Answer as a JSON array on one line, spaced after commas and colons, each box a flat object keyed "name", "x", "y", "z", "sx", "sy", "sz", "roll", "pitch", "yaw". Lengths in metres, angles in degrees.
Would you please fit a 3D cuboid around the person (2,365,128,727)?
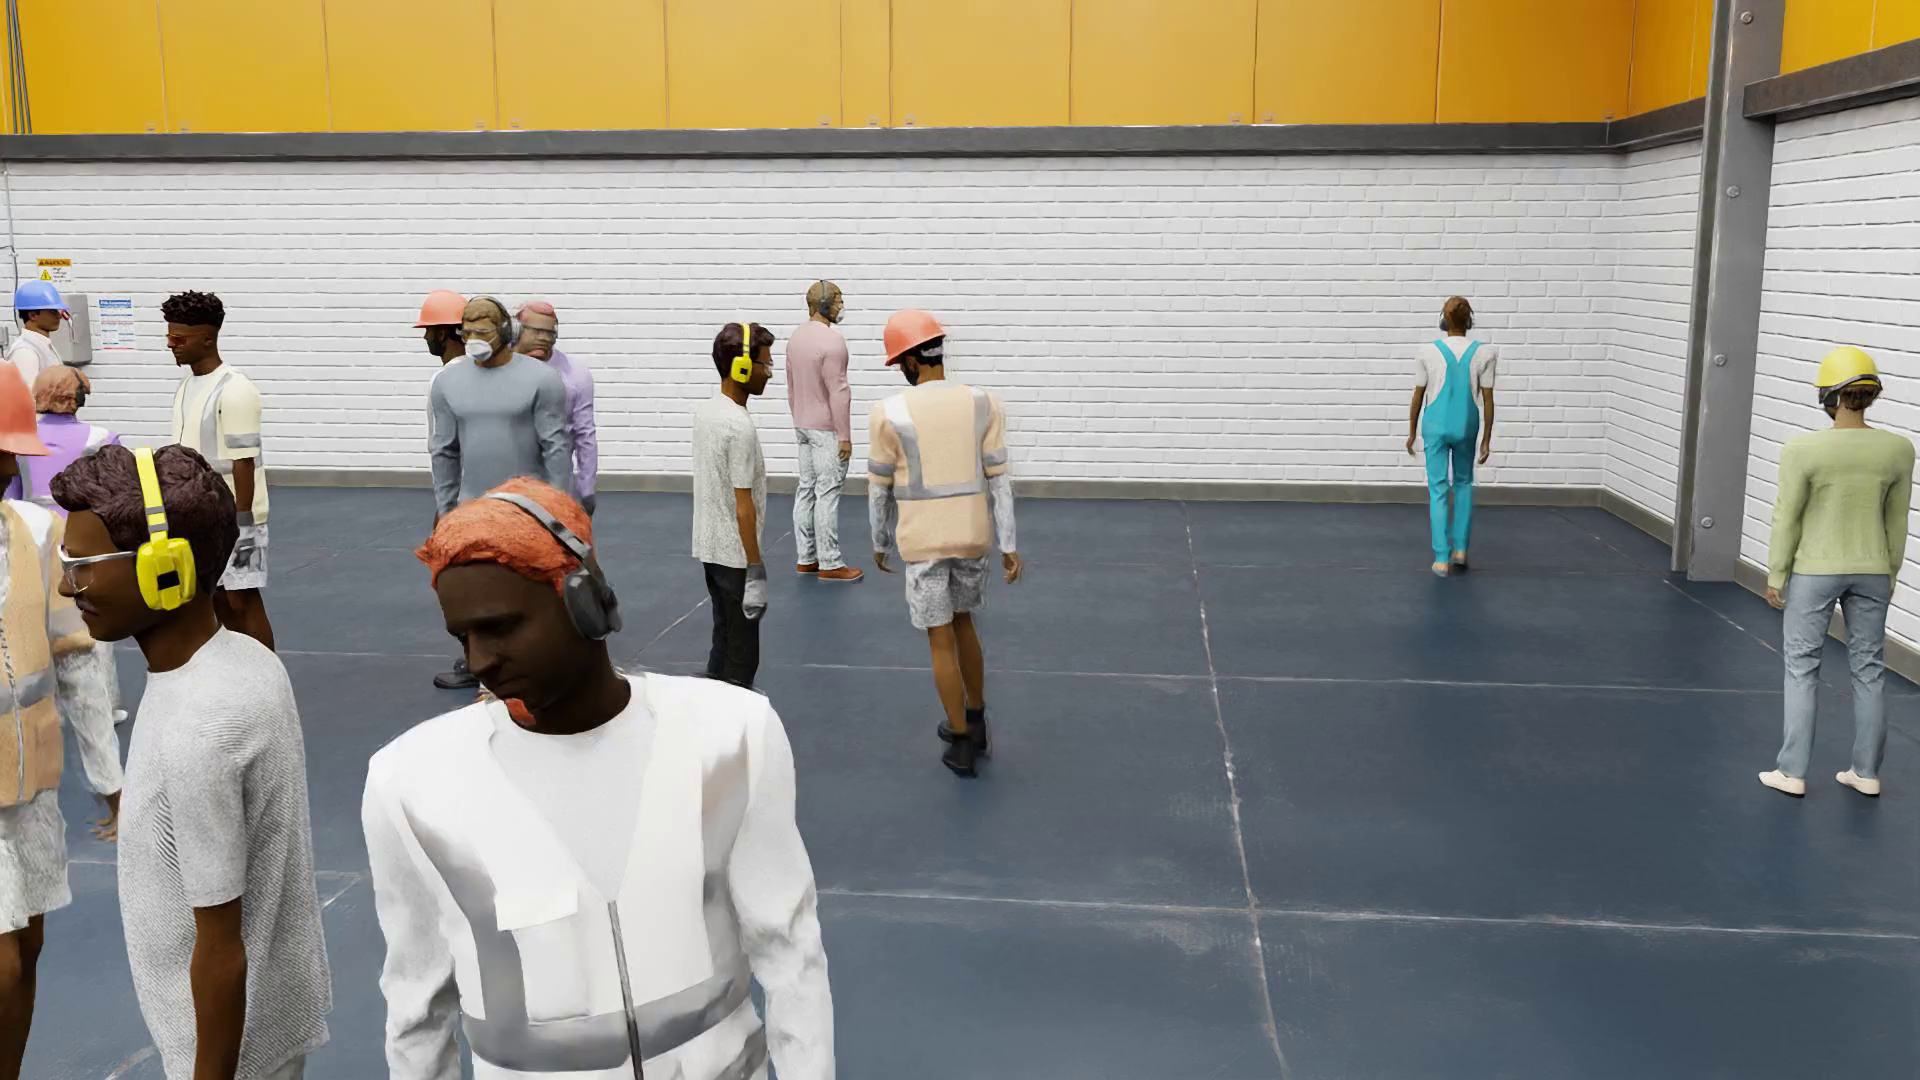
[{"name": "person", "x": -3.920, "y": 0.046, "z": 7.326, "sx": 0.524, "sy": 1.631, "sz": 0.313, "roll": -2, "pitch": 10, "yaw": -12}]

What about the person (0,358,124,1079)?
[{"name": "person", "x": -2.129, "y": 0.551, "z": 3.655, "sx": 0.475, "sy": 1.906, "sz": 0.539, "roll": 4, "pitch": 11, "yaw": 22}]

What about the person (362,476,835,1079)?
[{"name": "person", "x": -0.475, "y": 0.819, "z": 2.282, "sx": 0.581, "sy": 1.848, "sz": 0.888, "roll": -5, "pitch": 11, "yaw": -25}]

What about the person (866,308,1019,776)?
[{"name": "person", "x": -0.106, "y": 0.003, "z": 6.839, "sx": 0.588, "sy": 1.888, "sz": 0.653, "roll": -4, "pitch": 11, "yaw": -22}]

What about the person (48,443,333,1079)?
[{"name": "person", "x": -1.115, "y": 0.777, "z": 2.497, "sx": 0.325, "sy": 1.860, "sz": 0.513, "roll": -3, "pitch": 10, "yaw": -17}]

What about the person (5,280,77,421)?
[{"name": "person", "x": -5.488, "y": -0.578, "z": 9.982, "sx": 0.402, "sy": 1.949, "sz": 0.605, "roll": -3, "pitch": 10, "yaw": -19}]

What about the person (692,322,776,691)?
[{"name": "person", "x": -0.857, "y": 0.089, "z": 6.449, "sx": 0.343, "sy": 1.857, "sz": 0.527, "roll": -5, "pitch": 11, "yaw": -26}]

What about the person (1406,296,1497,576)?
[{"name": "person", "x": 3.225, "y": -0.689, "z": 10.970, "sx": 0.516, "sy": 1.822, "sz": 0.567, "roll": 1, "pitch": 10, "yaw": 8}]

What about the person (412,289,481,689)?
[{"name": "person", "x": -2.440, "y": -0.242, "z": 8.092, "sx": 0.376, "sy": 1.935, "sz": 0.550, "roll": 1, "pitch": 10, "yaw": 5}]

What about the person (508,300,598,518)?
[{"name": "person", "x": -2.202, "y": -0.297, "z": 8.583, "sx": 0.661, "sy": 1.877, "sz": 0.421, "roll": -3, "pitch": 10, "yaw": -17}]

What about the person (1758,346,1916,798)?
[{"name": "person", "x": 3.408, "y": 0.131, "z": 6.487, "sx": 0.524, "sy": 1.759, "sz": 0.344, "roll": 0, "pitch": 10, "yaw": 0}]

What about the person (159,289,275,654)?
[{"name": "person", "x": -3.278, "y": -0.122, "z": 7.365, "sx": 0.599, "sy": 1.958, "sz": 0.379, "roll": 8, "pitch": 13, "yaw": 40}]

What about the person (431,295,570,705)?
[{"name": "person", "x": -2.081, "y": -0.144, "z": 7.567, "sx": 0.639, "sy": 1.928, "sz": 0.374, "roll": 1, "pitch": 10, "yaw": 6}]

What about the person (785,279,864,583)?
[{"name": "person", "x": -0.878, "y": -0.692, "z": 10.669, "sx": 0.364, "sy": 1.938, "sz": 0.636, "roll": -7, "pitch": 12, "yaw": -34}]
